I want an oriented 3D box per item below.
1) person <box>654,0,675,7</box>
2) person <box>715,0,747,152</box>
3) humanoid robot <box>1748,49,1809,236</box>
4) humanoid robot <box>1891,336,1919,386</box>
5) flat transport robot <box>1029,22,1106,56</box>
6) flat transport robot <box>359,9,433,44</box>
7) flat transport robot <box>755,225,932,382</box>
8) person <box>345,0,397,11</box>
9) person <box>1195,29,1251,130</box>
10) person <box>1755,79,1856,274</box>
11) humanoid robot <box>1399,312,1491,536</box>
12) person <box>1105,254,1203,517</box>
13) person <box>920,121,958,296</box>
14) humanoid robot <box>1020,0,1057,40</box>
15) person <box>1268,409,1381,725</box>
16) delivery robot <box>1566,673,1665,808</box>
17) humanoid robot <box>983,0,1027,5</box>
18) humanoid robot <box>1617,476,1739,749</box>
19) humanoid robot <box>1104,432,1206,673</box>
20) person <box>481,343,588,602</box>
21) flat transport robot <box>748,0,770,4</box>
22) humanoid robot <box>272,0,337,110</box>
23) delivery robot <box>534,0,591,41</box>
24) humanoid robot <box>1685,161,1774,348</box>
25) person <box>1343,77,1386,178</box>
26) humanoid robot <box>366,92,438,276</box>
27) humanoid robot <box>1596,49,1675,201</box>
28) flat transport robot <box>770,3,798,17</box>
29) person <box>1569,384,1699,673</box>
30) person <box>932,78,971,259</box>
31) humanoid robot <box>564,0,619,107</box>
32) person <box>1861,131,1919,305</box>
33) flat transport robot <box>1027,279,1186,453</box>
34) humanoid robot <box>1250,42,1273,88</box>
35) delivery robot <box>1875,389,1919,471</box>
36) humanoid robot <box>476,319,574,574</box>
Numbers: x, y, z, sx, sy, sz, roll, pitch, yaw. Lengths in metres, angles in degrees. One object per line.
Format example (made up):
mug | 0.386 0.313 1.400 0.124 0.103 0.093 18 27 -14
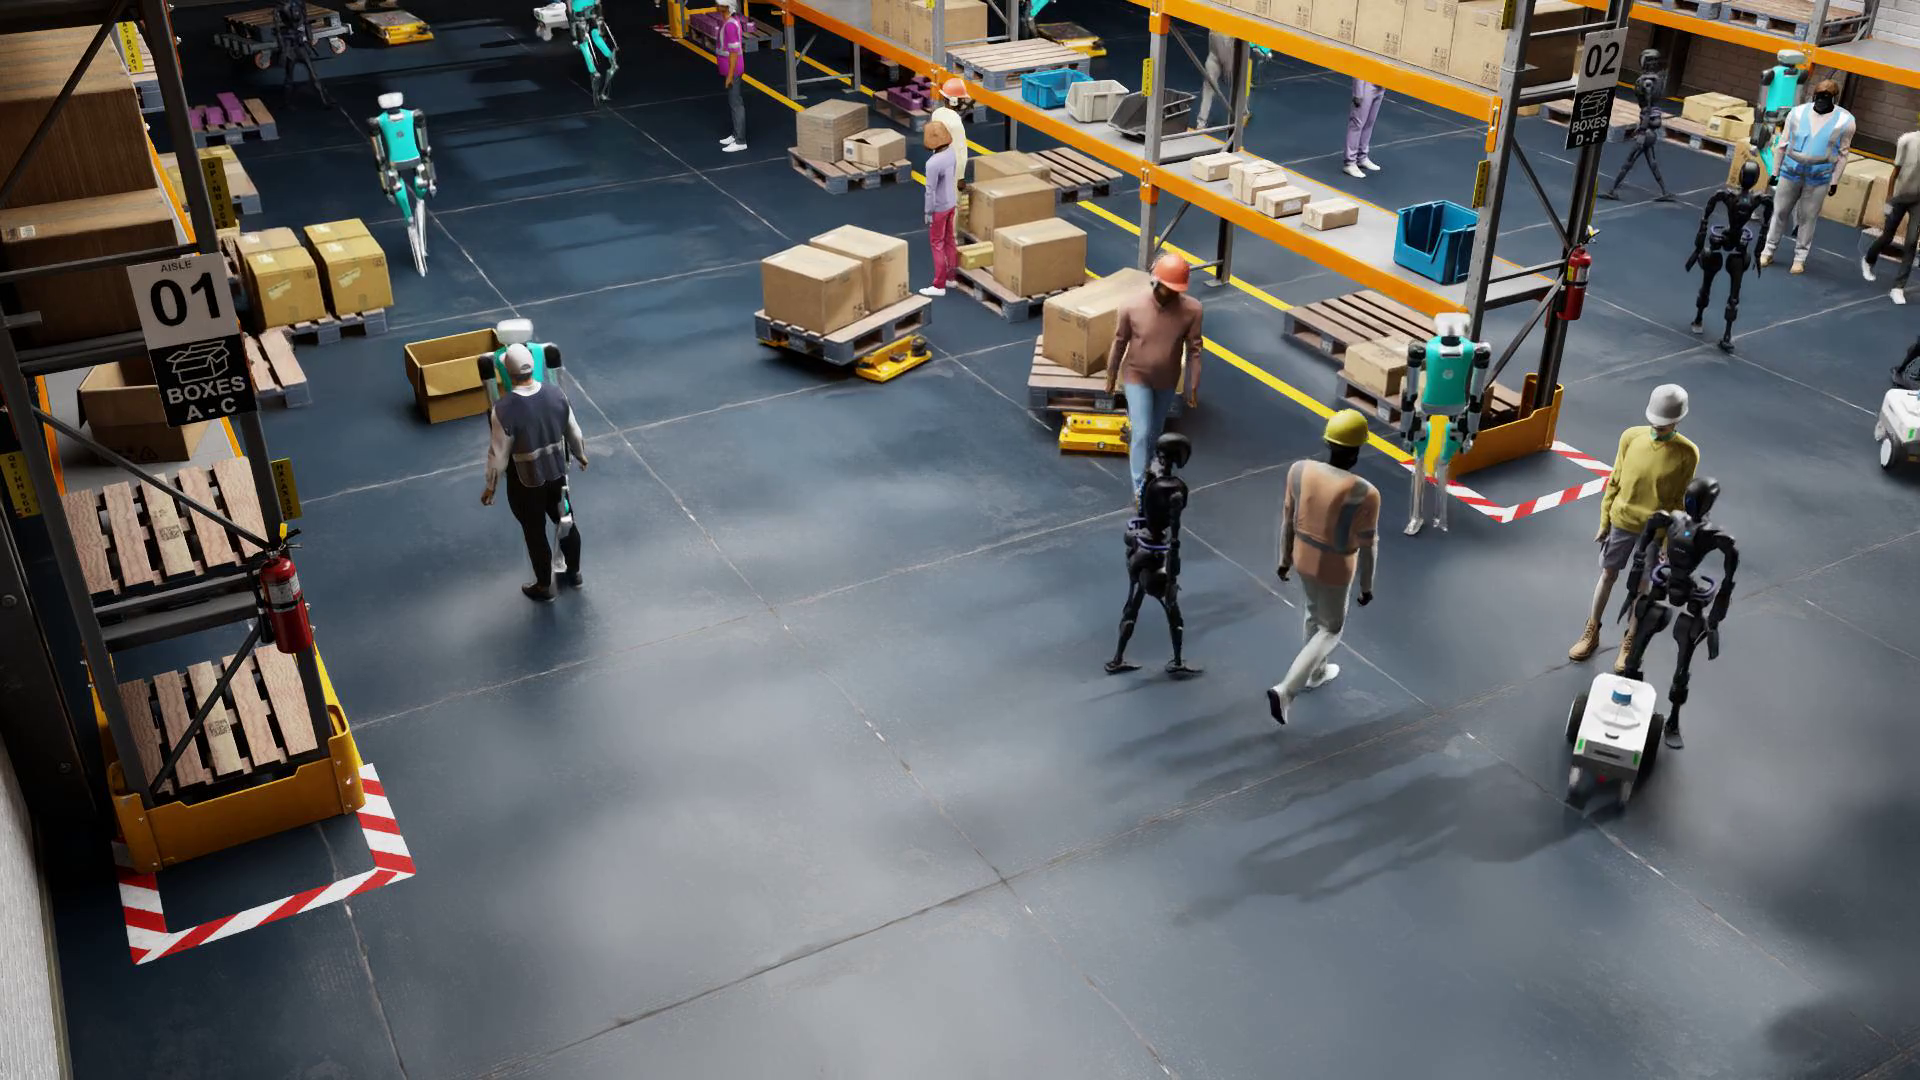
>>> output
person | -4.704 -9.262 26.041 0.563 1.752 0.334 0 30 0
person | -2.674 -5.461 19.332 0.341 1.847 0.509 -5 30 -9
humanoid robot | 8.449 -3.987 16.908 0.561 1.804 0.933 -9 31 -15
humanoid robot | 8.082 -2.030 13.535 0.601 1.646 0.375 -11 32 -18
flat transport robot | 1.533 -7.205 23.952 0.659 0.231 1.431 -9 31 -16
flat transport robot | -8.379 -7.611 24.658 0.659 0.231 1.431 -19 35 -29
flat transport robot | -0.998 -1.722 14.407 1.431 0.231 0.659 22 36 33
person | -9.264 -9.145 25.794 0.792 1.805 0.667 -5 30 -9
person | 3.193 -5.810 19.944 0.962 1.858 0.582 -25 38 -37
person | 8.059 -3.464 15.861 0.634 1.841 0.429 19 35 30
humanoid robot | 3.223 -0.791 11.342 0.554 1.803 0.802 3 30 6
person | 1.363 -1.121 11.685 0.644 1.927 1.039 -4 30 -6
person | -0.189 -3.062 15.376 0.290 1.628 0.498 14 33 23
humanoid robot | 1.115 -7.732 23.426 0.798 1.801 0.548 -25 38 -37
person | 2.049 0.158 9.502 0.791 1.899 0.592 -25 38 -37
delivery robot | 3.645 1.072 9.276 0.499 0.614 0.811 14 33 23
humanoid robot | 0.703 -9.208 26.072 0.781 1.630 0.597 -4 30 -7
humanoid robot | 4.013 0.383 9.323 0.591 1.654 0.325 26 39 37
humanoid robot | 1.190 0.080 9.868 0.602 1.639 0.613 -7 31 -12
person | -2.715 -0.429 10.660 0.447 1.757 0.768 26 39 37
flat transport robot | -2.812 -8.866 26.843 0.659 0.231 1.431 14 33 22
humanoid robot | -8.312 -6.175 20.789 0.790 1.622 0.587 13 32 22
delivery robot | -5.876 -7.692 24.510 0.791 0.592 0.499 -18 35 -29
humanoid robot | 6.627 -2.479 14.339 0.609 1.622 0.721 7 31 12
person | 4.582 -5.024 18.513 0.403 1.909 0.642 24 37 35
humanoid robot | -5.323 -3.444 15.955 0.568 1.806 0.828 -13 32 -22
humanoid robot | 7.327 -4.393 17.702 0.829 1.621 0.608 10 31 16
flat transport robot | -2.249 -8.372 25.984 1.431 0.231 0.659 -3 30 -6
person | 4.057 -0.084 9.937 0.471 1.885 0.394 19 35 29
person | -0.069 -3.631 16.242 0.344 1.746 0.572 -12 32 -20
humanoid robot | -4.591 -6.318 21.041 0.728 1.887 0.539 25 38 37
person | 8.757 -3.165 15.348 0.515 1.833 0.785 5 30 9
flat transport robot | 1.174 -1.097 13.320 0.659 0.231 1.431 4 30 7
humanoid robot | 3.860 -6.679 21.679 0.760 1.883 0.547 6 30 10
delivery robot | 7.243 -0.839 12.588 0.499 0.598 0.779 6 30 10
humanoid robot | -2.734 -0.481 10.804 0.550 1.790 0.818 -11 32 -18
